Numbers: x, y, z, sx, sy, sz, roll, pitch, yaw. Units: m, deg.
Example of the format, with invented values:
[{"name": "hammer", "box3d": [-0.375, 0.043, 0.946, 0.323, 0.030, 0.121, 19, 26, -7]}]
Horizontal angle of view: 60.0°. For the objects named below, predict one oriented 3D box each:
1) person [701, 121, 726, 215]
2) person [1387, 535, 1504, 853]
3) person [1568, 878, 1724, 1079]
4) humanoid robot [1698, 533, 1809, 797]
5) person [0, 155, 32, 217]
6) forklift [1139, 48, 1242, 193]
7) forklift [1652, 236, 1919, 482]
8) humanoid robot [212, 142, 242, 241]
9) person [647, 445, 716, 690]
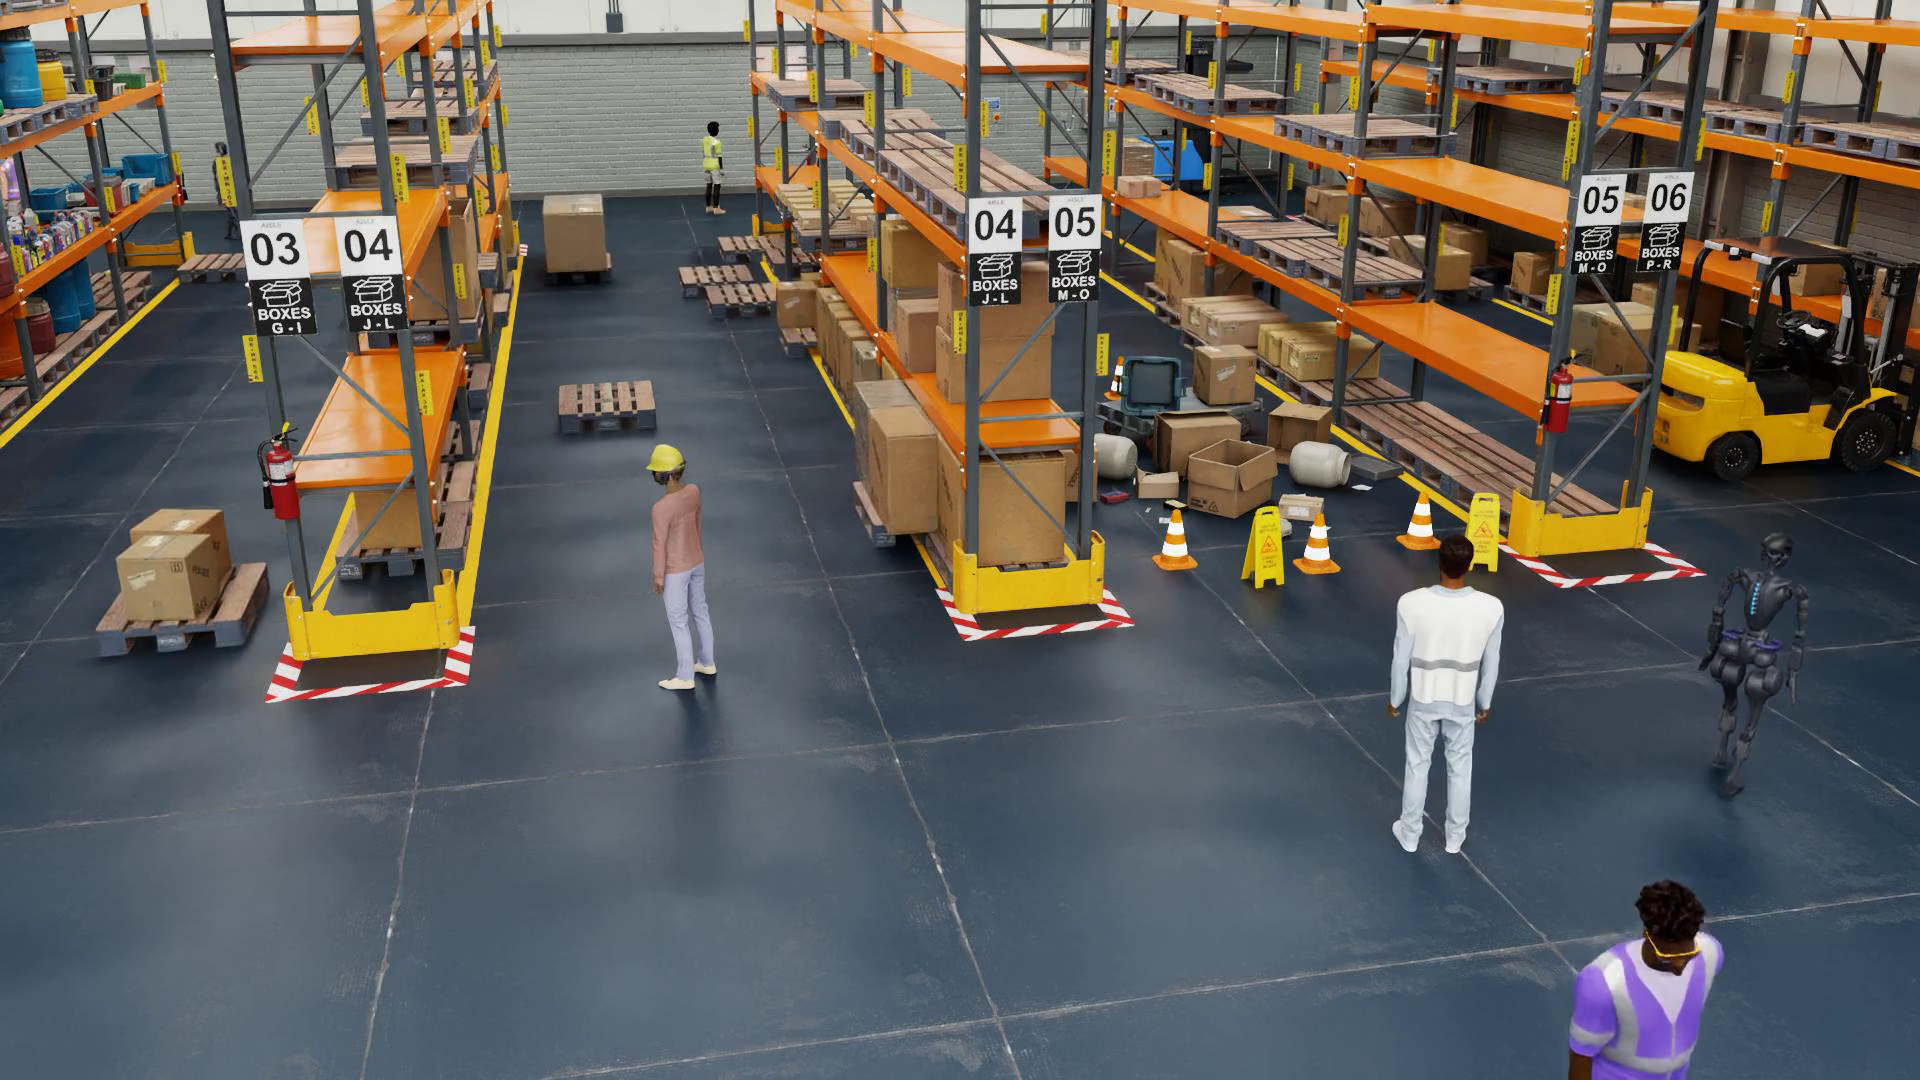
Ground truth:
[{"name": "person", "box3d": [-4.533, -6.836, 30.571, 0.540, 1.685, 0.320, 19, 27, 41]}, {"name": "person", "box3d": [2.732, 0.890, 9.440, 0.588, 1.920, 0.399, 3, 21, 9]}, {"name": "person", "box3d": [2.548, 2.054, 6.304, 0.640, 1.918, 0.584, -5, 21, -13]}, {"name": "humanoid robot", "box3d": [4.837, 0.742, 10.189, 0.505, 1.641, 0.613, -18, 27, -39]}, {"name": "person", "box3d": [-15.367, -5.566, 27.156, 0.347, 1.688, 0.491, 11, 23, 26]}, {"name": "forklift", "box3d": [4.566, -8.313, 32.860, 1.873, 2.768, 1.129, -4, 21, -12]}, {"name": "forklift", "box3d": [8.013, -1.814, 16.330, 2.313, 2.155, 1.214, -4, 21, -12]}, {"name": "humanoid robot", "box3d": [-12.249, -5.860, 27.983, 0.676, 1.639, 0.586, 7, 21, 18]}, {"name": "person", "box3d": [-1.969, 0.185, 11.572, 0.341, 1.761, 0.521, 10, 22, 24]}]
